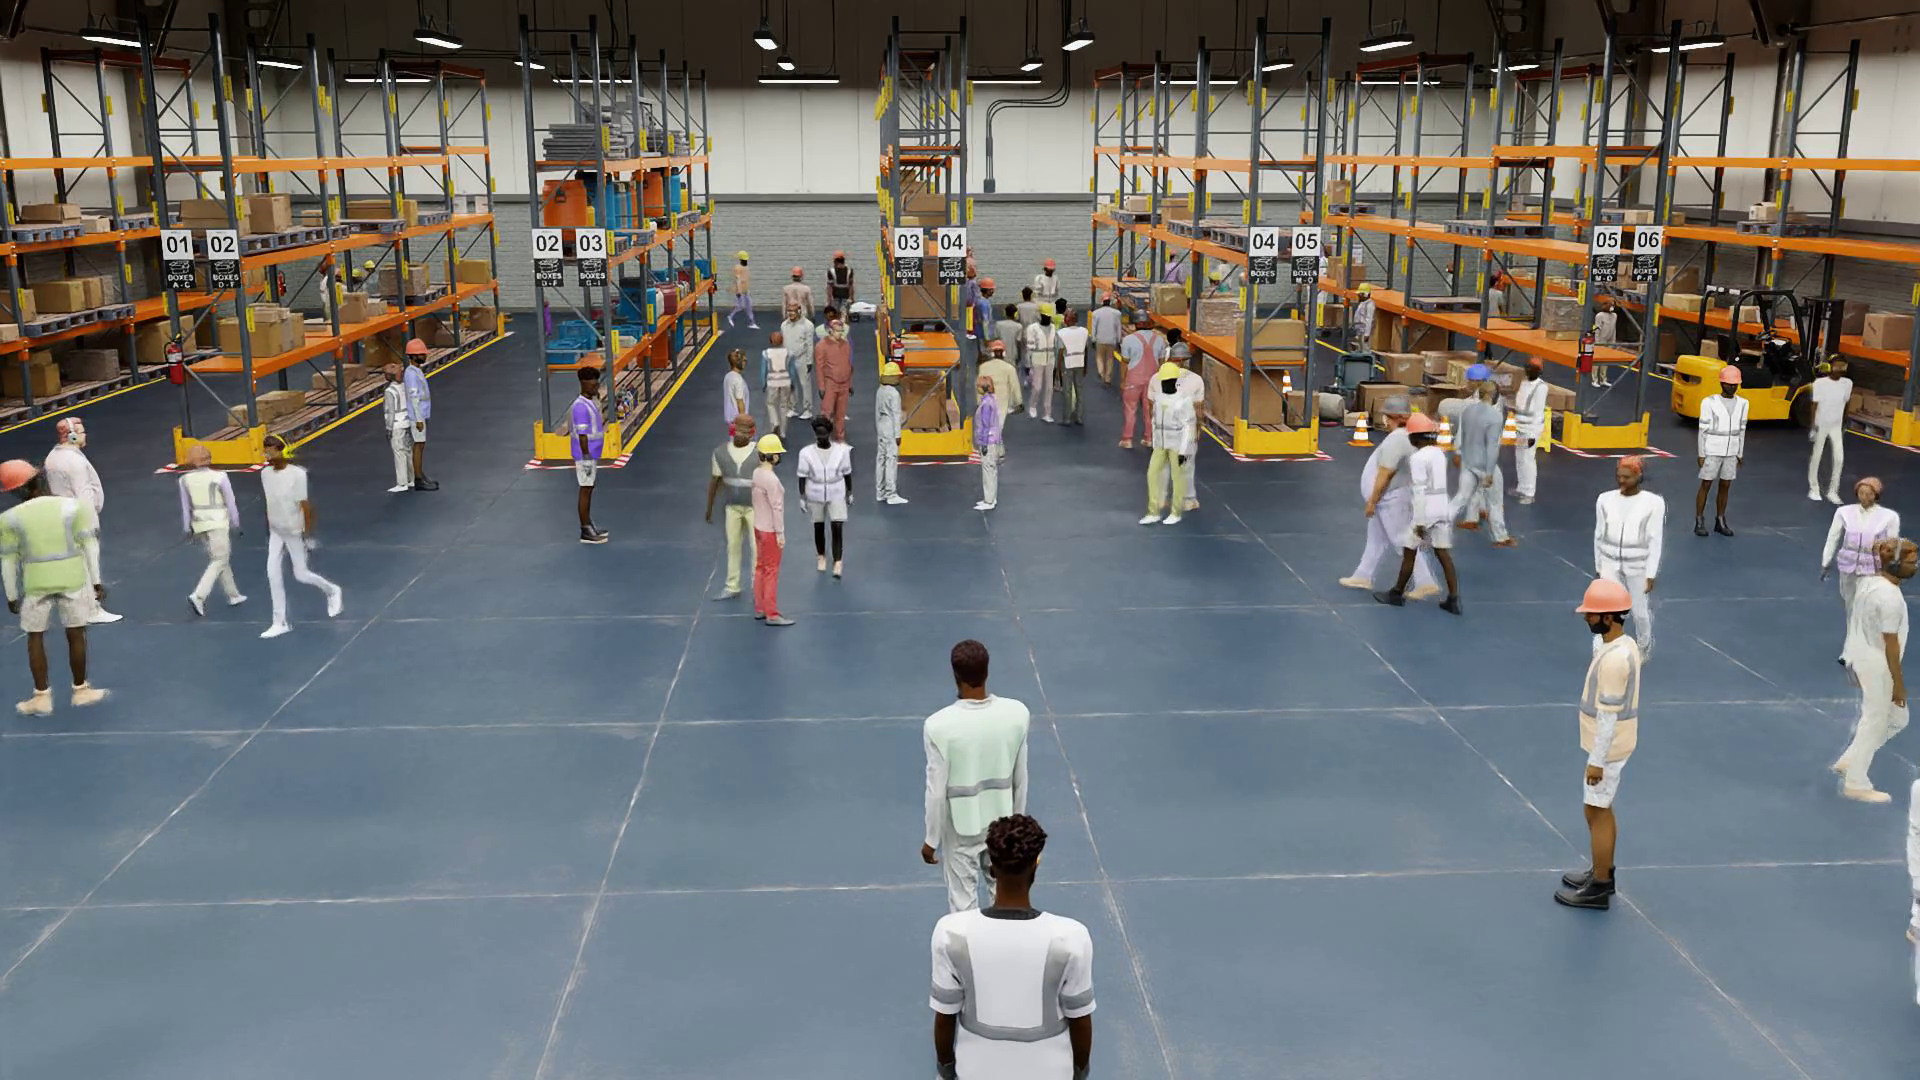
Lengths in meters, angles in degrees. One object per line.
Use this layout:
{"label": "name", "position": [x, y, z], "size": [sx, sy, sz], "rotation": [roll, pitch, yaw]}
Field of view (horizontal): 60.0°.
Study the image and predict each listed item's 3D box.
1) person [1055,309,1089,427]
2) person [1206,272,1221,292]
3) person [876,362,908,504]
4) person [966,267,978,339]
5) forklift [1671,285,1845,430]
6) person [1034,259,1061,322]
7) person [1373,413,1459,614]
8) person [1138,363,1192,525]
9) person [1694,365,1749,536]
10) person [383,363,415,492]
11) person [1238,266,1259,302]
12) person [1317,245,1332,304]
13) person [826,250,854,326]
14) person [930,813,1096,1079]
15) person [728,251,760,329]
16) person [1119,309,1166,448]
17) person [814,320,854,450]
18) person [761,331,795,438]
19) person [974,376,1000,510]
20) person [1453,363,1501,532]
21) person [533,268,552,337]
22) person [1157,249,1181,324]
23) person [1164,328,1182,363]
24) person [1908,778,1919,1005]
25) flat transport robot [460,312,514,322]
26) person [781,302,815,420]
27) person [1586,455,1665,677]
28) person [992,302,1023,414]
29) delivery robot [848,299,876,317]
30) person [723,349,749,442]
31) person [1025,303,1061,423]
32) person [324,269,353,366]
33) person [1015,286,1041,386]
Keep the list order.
{"label": "person", "position": [1.769, -2.696, 26.112], "size": [0.570, 1.840, 0.373], "rotation": [-7, 15, -27]}
{"label": "person", "position": [5.323, -4.761, 35.046], "size": [0.336, 1.757, 0.518], "rotation": [-2, 13, -9]}
{"label": "person", "position": [-0.856, -1.326, 20.521], "size": [0.317, 1.743, 0.488], "rotation": [-8, 16, -31]}
{"label": "person", "position": [0.233, -5.433, 38.157], "size": [0.284, 1.633, 0.497], "rotation": [-7, 15, -26]}
{"label": "forklift", "position": [12.503, -2.886, 26.166], "size": [2.313, 2.155, 1.214], "rotation": [-1, 13, -3]}
{"label": "person", "position": [1.854, -5.058, 35.815], "size": [0.630, 2.004, 1.049], "rotation": [-4, 14, -16]}
{"label": "person", "position": [4.411, -0.249, 15.719], "size": [0.567, 1.880, 0.841], "rotation": [-12, 18, -41]}
{"label": "person", "position": [2.343, -1.084, 19.142], "size": [0.750, 1.900, 0.619], "rotation": [-12, 18, -42]}
{"label": "person", "position": [8.576, -1.000, 18.722], "size": [0.544, 1.939, 0.354], "rotation": [-1, 13, -4]}
{"label": "person", "position": [-7.159, -1.435, 21.197], "size": [0.307, 1.645, 0.513], "rotation": [1, 13, 5]}
{"label": "person", "position": [7.033, -5.988, 40.529], "size": [0.520, 1.619, 0.590], "rotation": [5, 14, 19]}
{"label": "person", "position": [9.314, -6.585, 42.523], "size": [0.347, 1.877, 0.579], "rotation": [8, 15, 30]}
{"label": "person", "position": [-2.723, -5.574, 37.917], "size": [0.627, 2.022, 0.551], "rotation": [-4, 14, -15]}
{"label": "person", "position": [0.198, 1.952, 6.154], "size": [0.602, 1.967, 0.370], "rotation": [2, 13, 8]}
{"label": "person", "position": [-5.257, -6.032, 40.121], "size": [0.701, 1.899, 0.619], "rotation": [5, 14, 19]}
{"label": "person", "position": [2.629, -2.367, 24.294], "size": [0.686, 2.000, 0.537], "rotation": [-5, 14, -19]}
{"label": "person", "position": [-1.784, -2.222, 23.981], "size": [0.407, 1.904, 0.639], "rotation": [13, 18, 43]}
{"label": "person", "position": [-2.730, -2.325, 25.012], "size": [0.525, 1.629, 0.396], "rotation": [-4, 14, -15]}
{"label": "person", "position": [0.330, -1.179, 20.144], "size": [0.313, 1.634, 0.514], "rotation": [1, 13, 5]}
{"label": "person", "position": [5.854, -1.043, 18.913], "size": [0.640, 1.932, 0.443], "rotation": [-10, 17, -37]}
{"label": "person", "position": [-9.704, -5.590, 38.582], "size": [0.343, 1.743, 0.566], "rotation": [-8, 15, -30]}
{"label": "person", "position": [4.973, -5.939, 39.567], "size": [0.621, 2.000, 1.032], "rotation": [-3, 14, -11]}
{"label": "person", "position": [3.157, -2.335, 24.920], "size": [0.319, 1.688, 0.539], "rotation": [3, 14, 11]}
{"label": "person", "position": [4.902, 1.680, 8.102], "size": [0.548, 1.594, 0.701], "rotation": [3, 14, 14]}
{"label": "flat transport robot", "position": [-11.946, -5.616, 41.848], "size": [1.431, 0.197, 0.652], "rotation": [10, 16, 36]}
{"label": "person", "position": [-2.642, -2.893, 26.844], "size": [0.636, 1.900, 0.399], "rotation": [7, 15, 26]}
{"label": "person", "position": [5.541, 0.203, 13.810], "size": [0.573, 1.858, 0.919], "rotation": [10, 17, 37]}
{"label": "person", "position": [0.753, -2.956, 27.215], "size": [0.537, 1.845, 0.642], "rotation": [3, 14, 12]}
{"label": "delivery robot", "position": [-2.492, -5.825, 41.925], "size": [0.707, 0.478, 0.477], "rotation": [-4, 14, -17]}
{"label": "person", "position": [-2.790, -1.480, 20.956], "size": [0.336, 1.844, 0.513], "rotation": [-6, 15, -25]}
{"label": "person", "position": [1.317, -2.831, 26.559], "size": [0.638, 1.903, 0.512], "rotation": [-5, 14, -21]}
{"label": "person", "position": [-12.403, -4.441, 33.282], "size": [0.641, 1.936, 0.915], "rotation": [-12, 18, -41]}
{"label": "person", "position": [1.238, -3.714, 30.446], "size": [0.511, 1.848, 0.676], "rotation": [2, 13, 8]}
